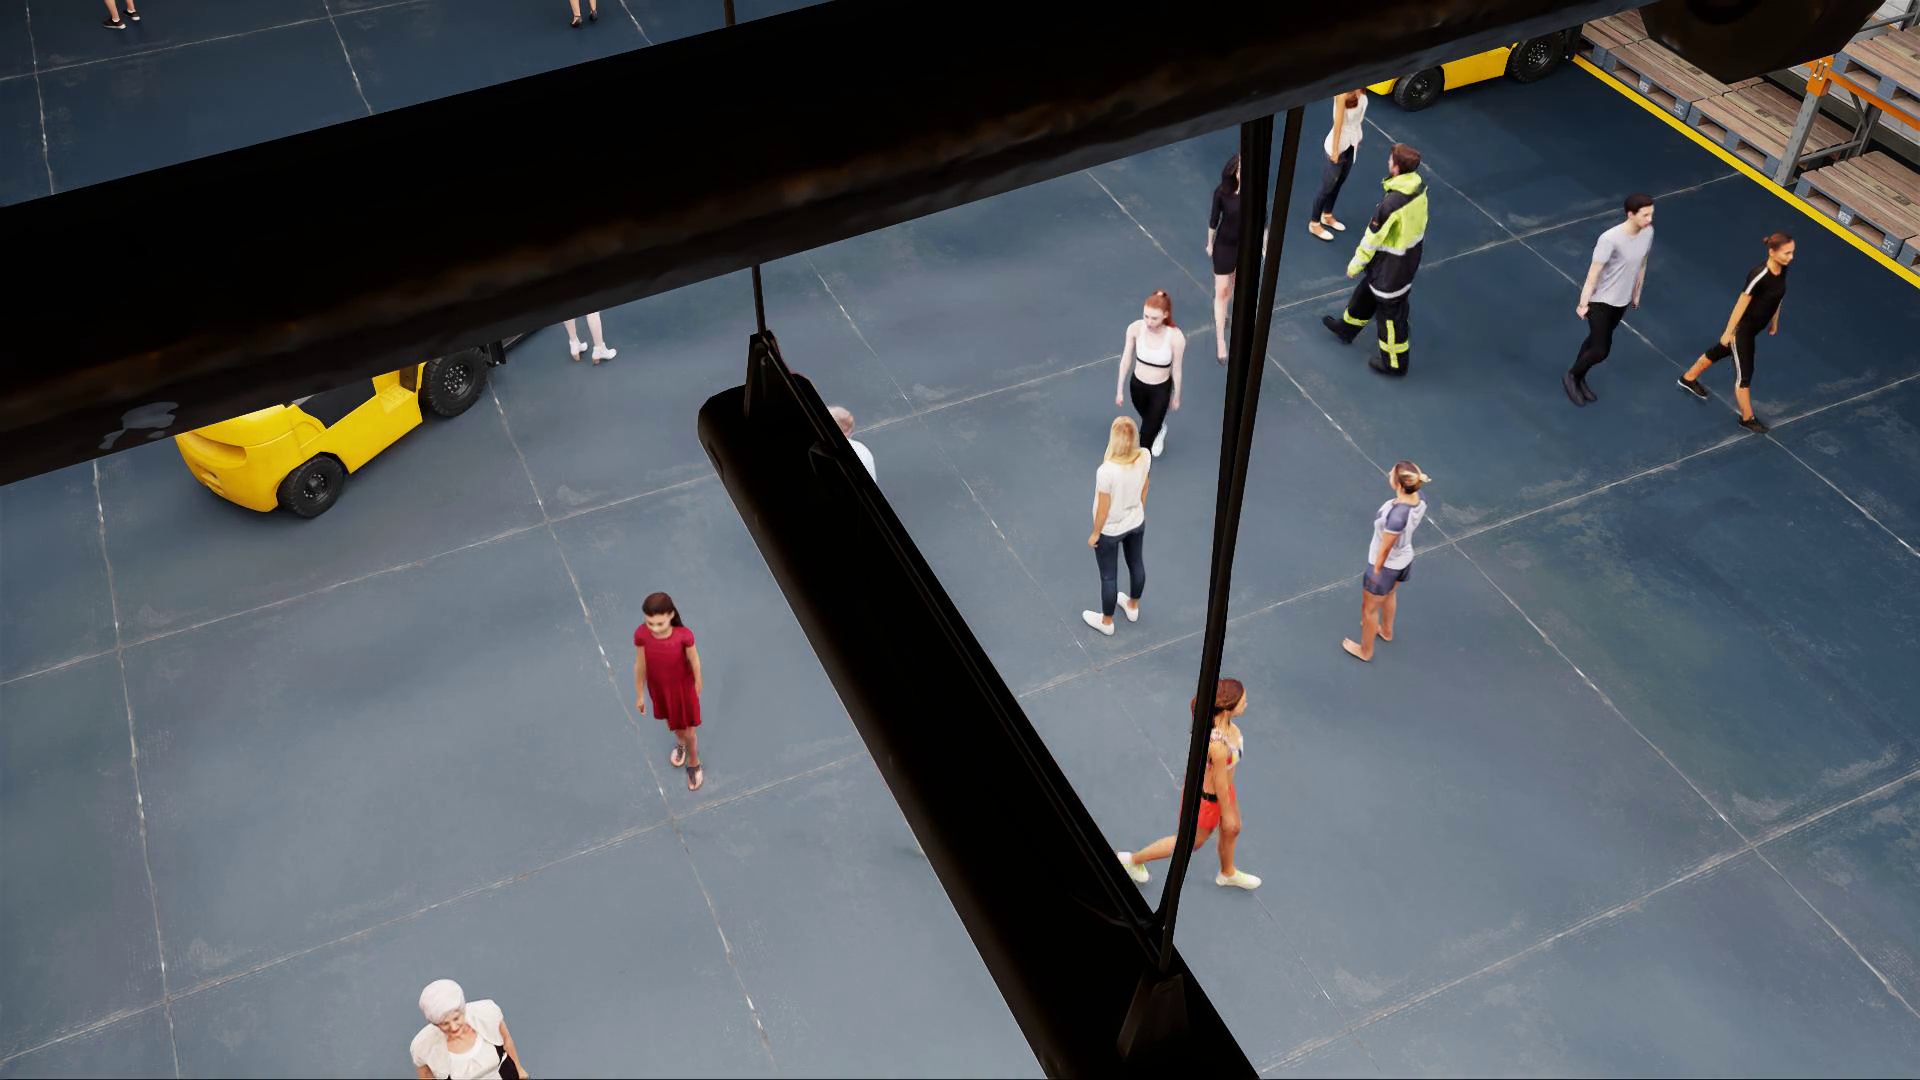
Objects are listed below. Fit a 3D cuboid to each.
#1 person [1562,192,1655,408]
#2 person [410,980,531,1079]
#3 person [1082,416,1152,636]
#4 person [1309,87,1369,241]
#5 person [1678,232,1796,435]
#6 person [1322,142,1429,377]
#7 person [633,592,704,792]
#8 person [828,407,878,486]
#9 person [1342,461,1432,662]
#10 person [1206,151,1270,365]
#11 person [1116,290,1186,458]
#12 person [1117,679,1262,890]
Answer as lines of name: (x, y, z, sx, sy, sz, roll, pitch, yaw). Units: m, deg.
person: (4.954, -1.909, 12.866, 0.703, 1.856, 0.626, -21, 47, -20)
person: (-2.348, 2.678, 8.124, 0.679, 1.755, 0.592, -26, 50, -25)
person: (1.066, -0.089, 10.991, 0.617, 1.808, 0.551, -24, 49, -23)
person: (3.331, -3.479, 14.567, 0.652, 1.784, 0.648, 29, 51, 27)
person: (5.984, -1.663, 12.805, 0.764, 1.585, 1.130, -28, 50, -26)
person: (3.472, -2.145, 13.053, 1.257, 1.940, 1.113, 25, 49, 24)
person: (-1.767, 0.819, 10.235, 0.706, 1.535, 0.790, 4, 44, 4)
person: (-0.782, -0.136, 10.979, 0.743, 1.893, 0.788, 12, 45, 12)
person: (2.815, 0.137, 10.889, 0.637, 1.620, 0.629, 29, 51, 27)
person: (2.211, -2.388, 13.439, 0.879, 1.761, 1.167, -3, 44, -3)
person: (1.422, -1.126, 12.156, 1.175, 1.702, 1.161, 17, 46, 17)
person: (1.325, 1.447, 9.413, 1.037, 1.760, 1.086, 7, 44, 8)
